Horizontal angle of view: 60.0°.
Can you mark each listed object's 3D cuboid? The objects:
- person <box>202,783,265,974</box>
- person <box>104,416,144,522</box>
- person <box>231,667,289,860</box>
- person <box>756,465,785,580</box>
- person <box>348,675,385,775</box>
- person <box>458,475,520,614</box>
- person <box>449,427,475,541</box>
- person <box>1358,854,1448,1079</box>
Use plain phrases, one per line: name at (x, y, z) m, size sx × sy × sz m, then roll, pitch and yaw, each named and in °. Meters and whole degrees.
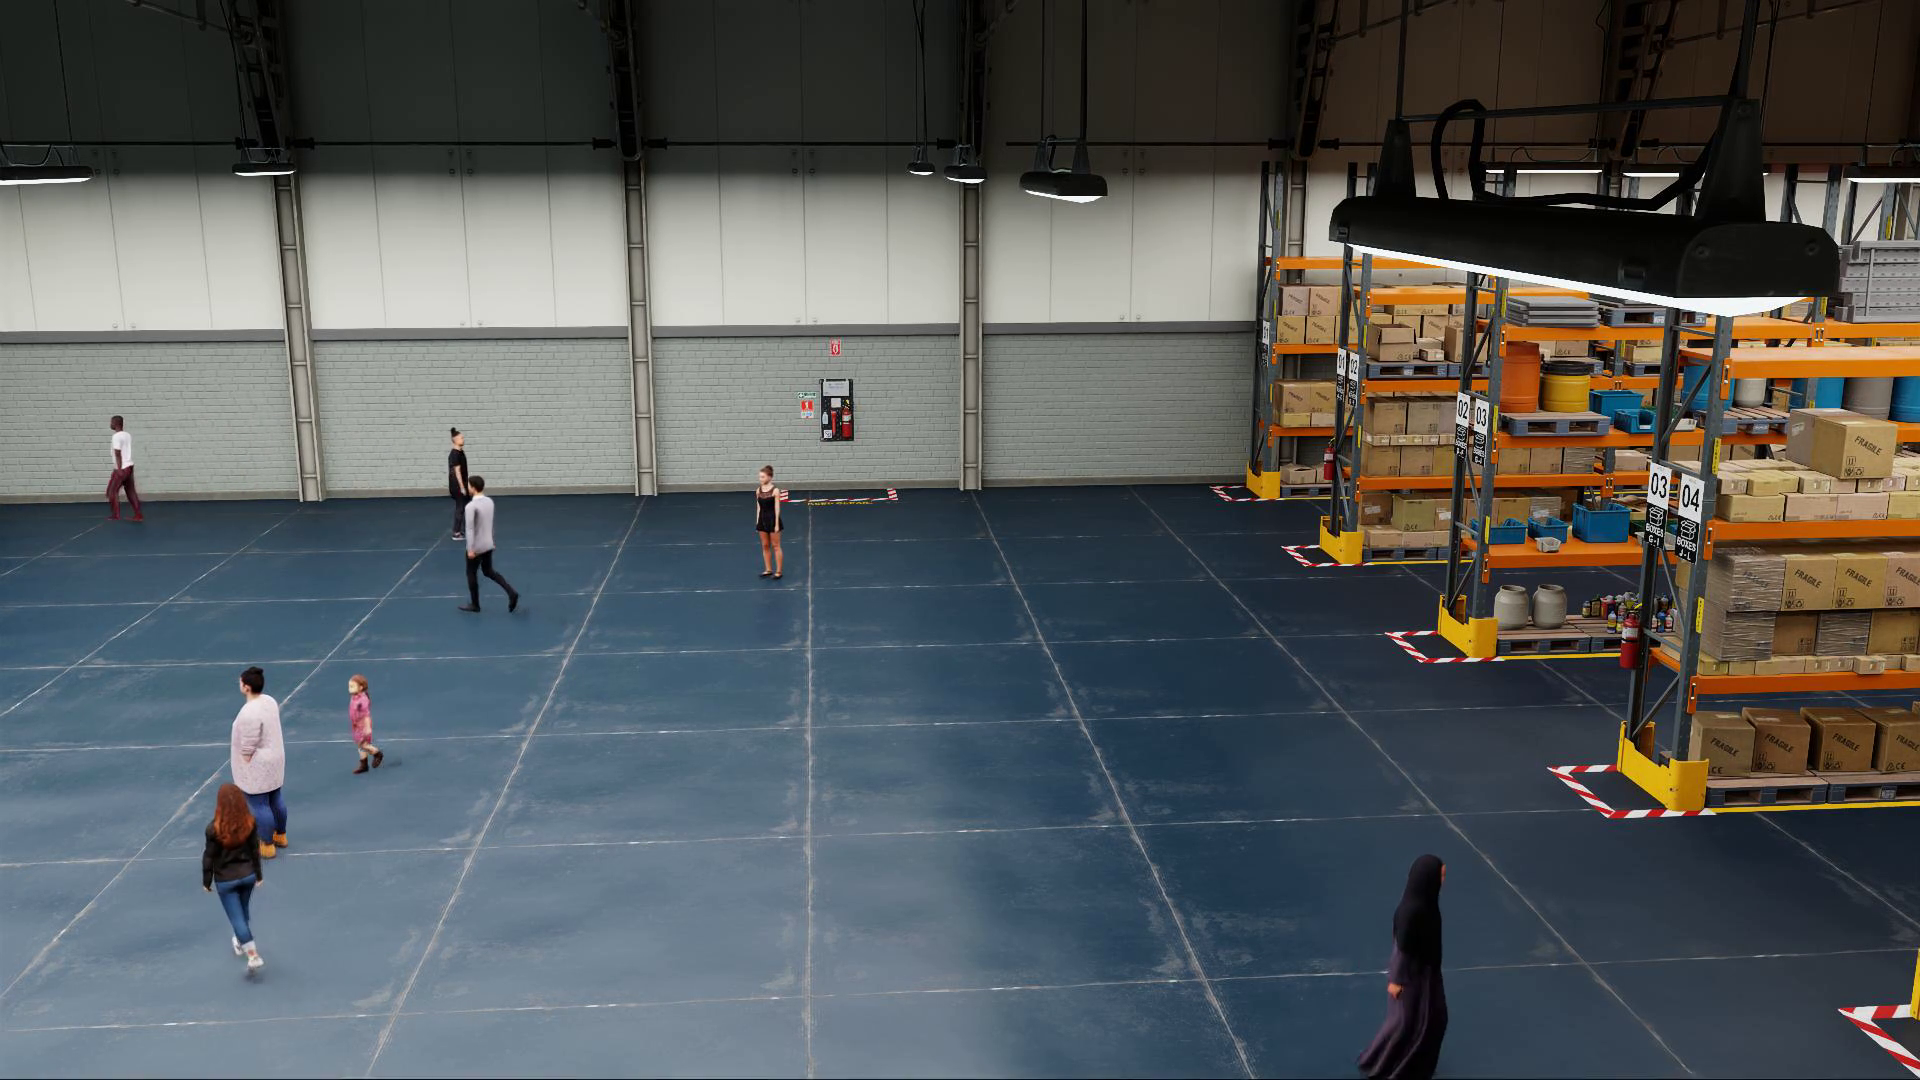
person at (-5.493, 2.586, 12.658) m, size 0.985 × 1.458 × 0.969 m, roll 13°, pitch 18°, yaw 43°
person at (-14.091, -1.192, 28.181) m, size 0.856 × 1.815 × 0.730 m, roll 0°, pitch 13°, yaw 1°
person at (-6.204, 1.952, 14.764) m, size 0.680 × 1.743 × 0.728 m, roll 1°, pitch 13°, yaw 5°
person at (-2.797, -0.268, 24.489) m, size 0.672 × 1.680 × 0.751 m, roll 8°, pitch 15°, yaw 31°
person at (-6.016, 1.852, 16.812) m, size 0.573 × 1.014 × 0.640 m, roll 12°, pitch 18°, yaw 43°
person at (-6.405, 0.075, 22.498) m, size 1.230 × 1.911 × 1.017 m, roll 4°, pitch 14°, yaw 17°
person at (-8.160, -0.904, 26.859) m, size 0.636 × 1.849 × 0.704 m, roll -2°, pitch 13°, yaw -8°
person at (2.996, 2.867, 11.112) m, size 0.917 × 1.607 × 0.974 m, roll -11°, pitch 17°, yaw -39°
